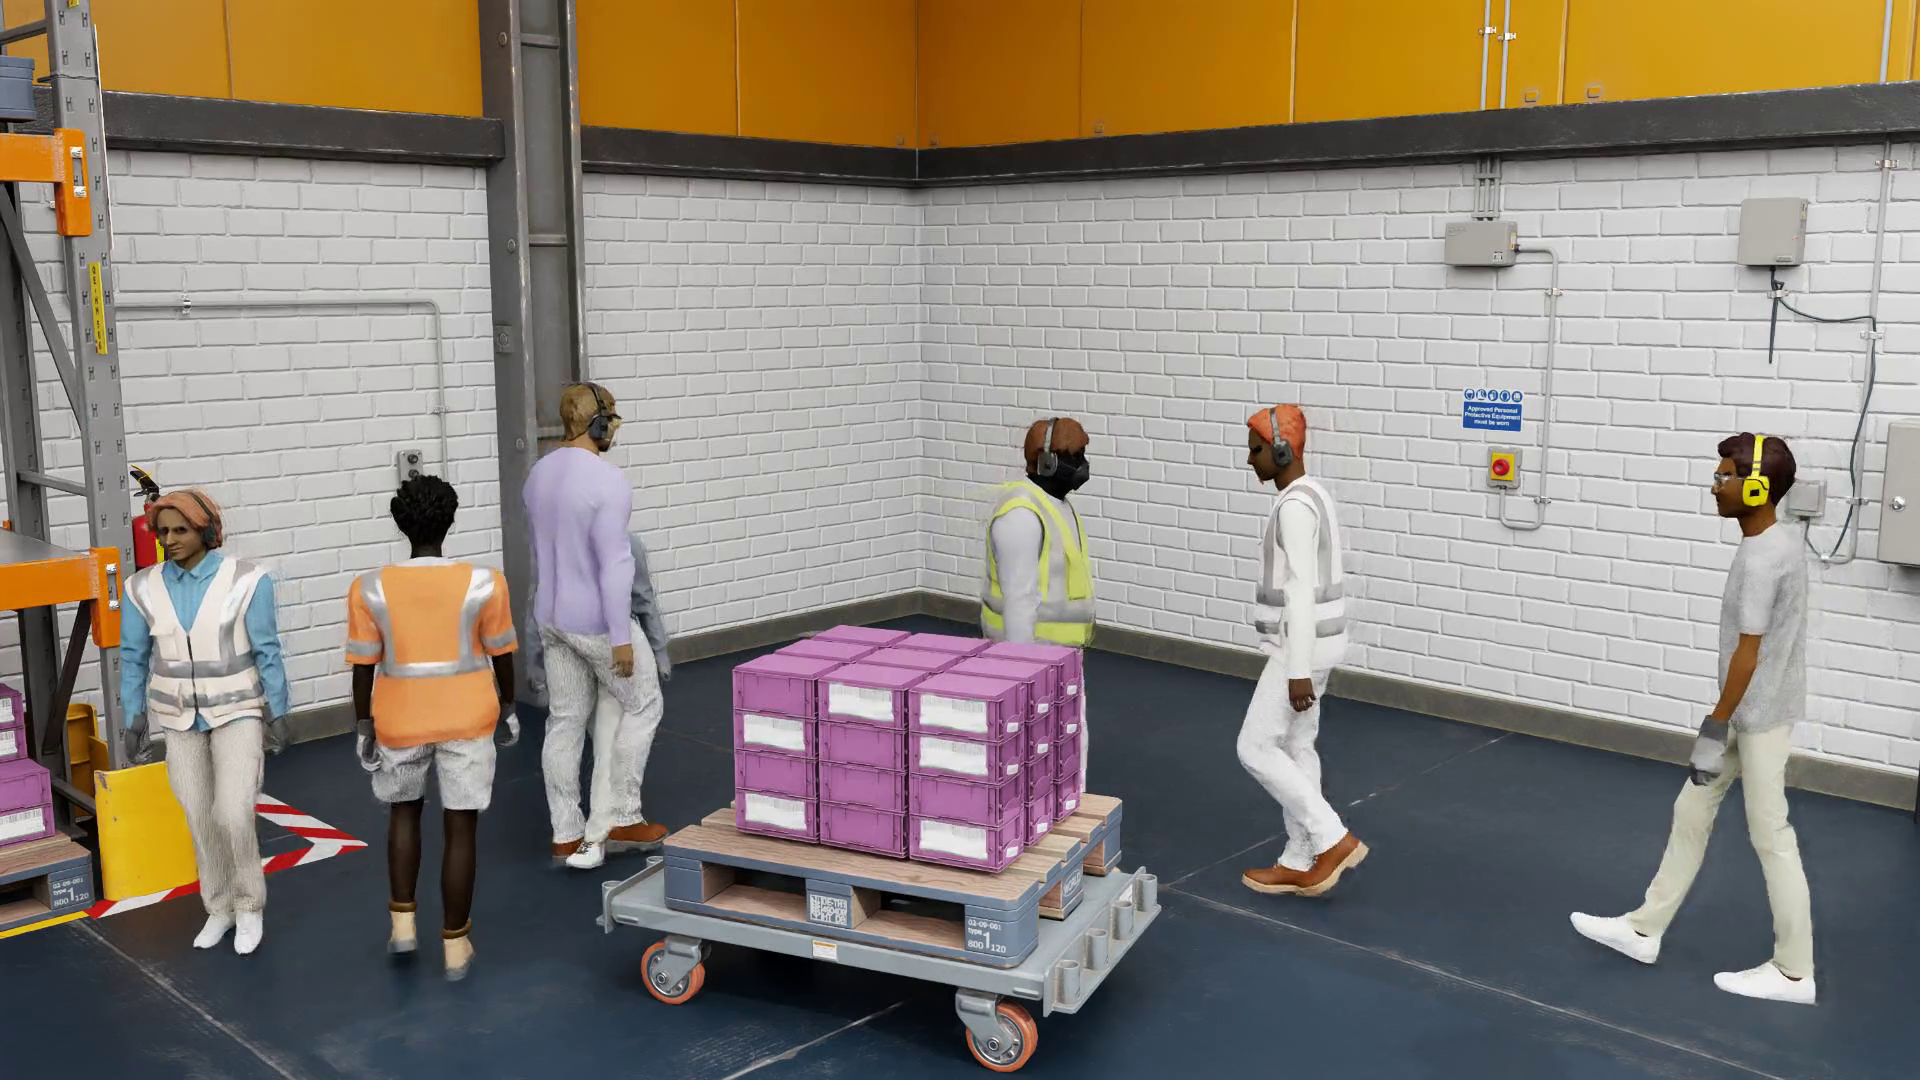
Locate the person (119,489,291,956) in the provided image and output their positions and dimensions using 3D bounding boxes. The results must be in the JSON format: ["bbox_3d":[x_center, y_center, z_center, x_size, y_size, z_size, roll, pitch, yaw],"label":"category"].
[{"bbox_3d":[-2.590,0.635,5.696,0.544,1.621,0.485,0,9,-2],"label":"person"}]

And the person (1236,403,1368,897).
[{"bbox_3d":[1.251,0.425,6.223,0.421,1.867,0.624,3,10,17],"label":"person"}]

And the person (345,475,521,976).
[{"bbox_3d":[-1.757,0.618,5.615,0.542,1.684,0.452,-1,9,-9],"label":"person"}]

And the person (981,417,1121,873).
[{"bbox_3d":[0.216,0.428,6.367,0.773,1.820,0.625,4,10,22],"label":"person"}]

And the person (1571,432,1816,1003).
[{"bbox_3d":[2.422,0.572,5.411,0.859,1.838,0.554,4,10,25],"label":"person"}]

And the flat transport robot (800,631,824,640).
[{"bbox_3d":[-0.478,0.730,9.250,0.652,0.197,1.431,-2,10,-13],"label":"flat transport robot"}]

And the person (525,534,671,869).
[{"bbox_3d":[-1.486,0.493,6.703,0.543,1.579,0.845,3,10,18],"label":"person"}]

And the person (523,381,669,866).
[{"bbox_3d":[-1.417,0.328,6.641,0.654,1.922,0.588,8,12,41],"label":"person"}]
